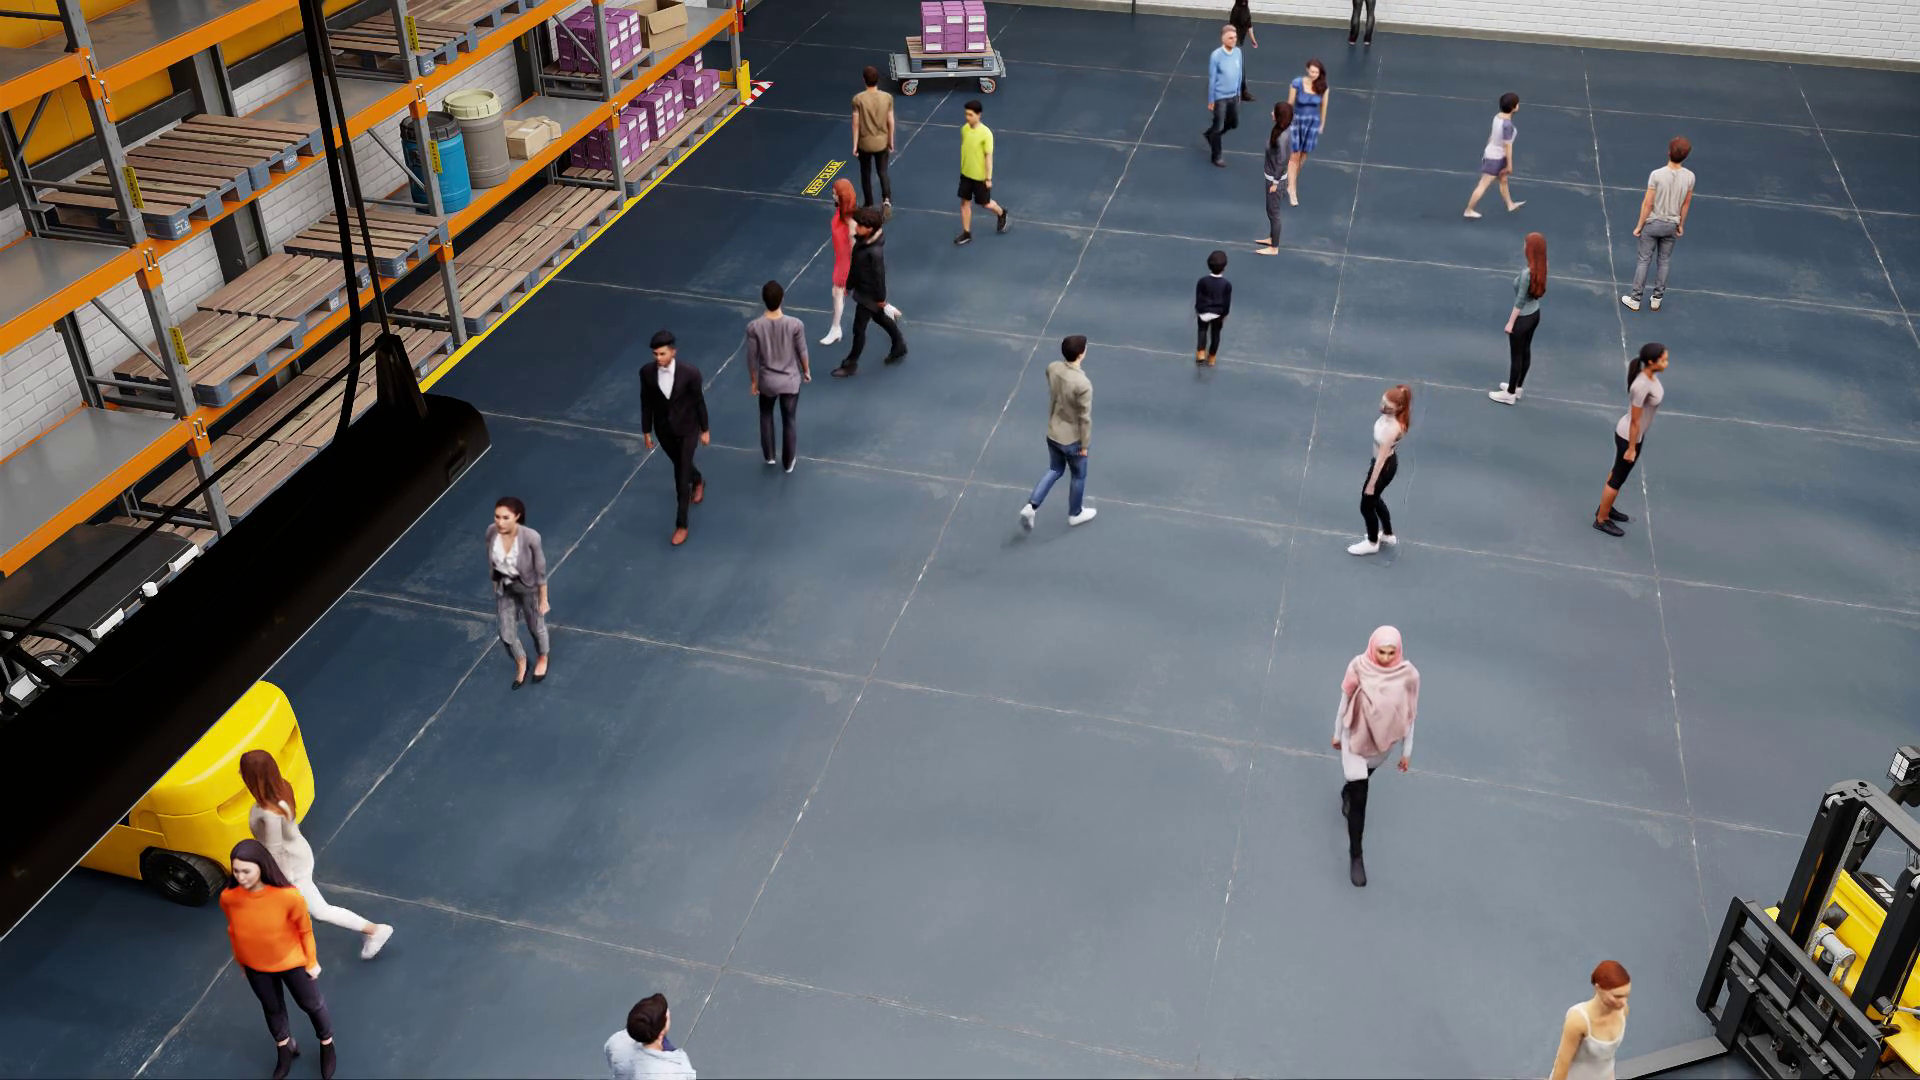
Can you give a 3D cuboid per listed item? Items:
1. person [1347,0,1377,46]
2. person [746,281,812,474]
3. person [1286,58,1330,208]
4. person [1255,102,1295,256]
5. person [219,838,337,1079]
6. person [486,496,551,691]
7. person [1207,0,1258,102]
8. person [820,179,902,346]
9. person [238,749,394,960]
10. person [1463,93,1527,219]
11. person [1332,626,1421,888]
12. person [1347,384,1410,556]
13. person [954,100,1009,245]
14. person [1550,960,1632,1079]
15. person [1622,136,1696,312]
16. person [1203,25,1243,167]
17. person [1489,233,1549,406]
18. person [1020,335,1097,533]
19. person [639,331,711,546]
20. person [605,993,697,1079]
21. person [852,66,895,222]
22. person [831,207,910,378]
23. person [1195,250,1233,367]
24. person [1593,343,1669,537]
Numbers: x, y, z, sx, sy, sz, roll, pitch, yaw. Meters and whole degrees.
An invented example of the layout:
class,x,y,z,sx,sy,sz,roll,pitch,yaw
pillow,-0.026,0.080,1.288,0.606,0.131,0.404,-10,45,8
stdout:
class,x,y,z,sx,sy,sz,roll,pitch,yaw
person,6.259,-8.572,25.638,0.685,1.801,0.601,2,34,3
person,-1.610,-1.400,14.812,0.760,1.840,0.716,-1,34,-1
person,4.173,-5.012,20.317,0.877,1.763,1.165,0,34,0
person,3.616,-4.146,19.009,0.684,1.767,0.473,5,34,8
person,-3.798,2.336,9.274,0.668,1.748,0.629,1,34,1
person,-3.217,0.343,12.354,0.634,1.658,0.594,8,34,12
person,3.832,-7.056,23.534,0.840,1.605,1.066,19,38,26
person,-1.061,-2.843,17.024,0.987,1.796,1.120,-6,34,-9
person,-3.911,1.934,9.937,1.073,1.684,1.104,-13,36,-18
person,6.335,-4.555,19.845,0.838,1.523,1.011,-2,34,-2
person,2.670,1.273,10.869,0.810,1.753,1.232,2,34,4
person,3.500,-0.566,13.679,0.756,1.706,0.551,18,37,25
person,0.239,-4.292,19.306,0.898,1.682,1.099,26,42,33
person,3.192,2.778,8.718,0.858,1.628,0.974,-13,36,-18
person,7.461,-3.358,17.706,0.697,1.897,0.627,2,34,2
person,3.349,-5.750,21.393,0.921,1.800,0.979,-19,38,-26
person,5.426,-2.129,15.996,0.633,1.744,0.730,-29,43,-36
person,0.831,-0.862,14.000,1.157,1.842,1.028,-25,41,-33
person,-2.381,-0.981,14.189,0.743,1.832,1.214,6,34,9
person,-1.530,2.980,8.264,0.919,1.795,1.069,26,41,33
person,-1.012,-4.668,19.736,0.967,1.833,1.154,-7,34,-11
person,-0.827,-2.488,16.532,1.094,1.748,1.131,-12,35,-18
person,2.539,-2.312,16.746,0.520,1.218,0.514,5,34,8
person,5.695,-0.880,14.115,0.713,1.746,0.540,16,37,22
